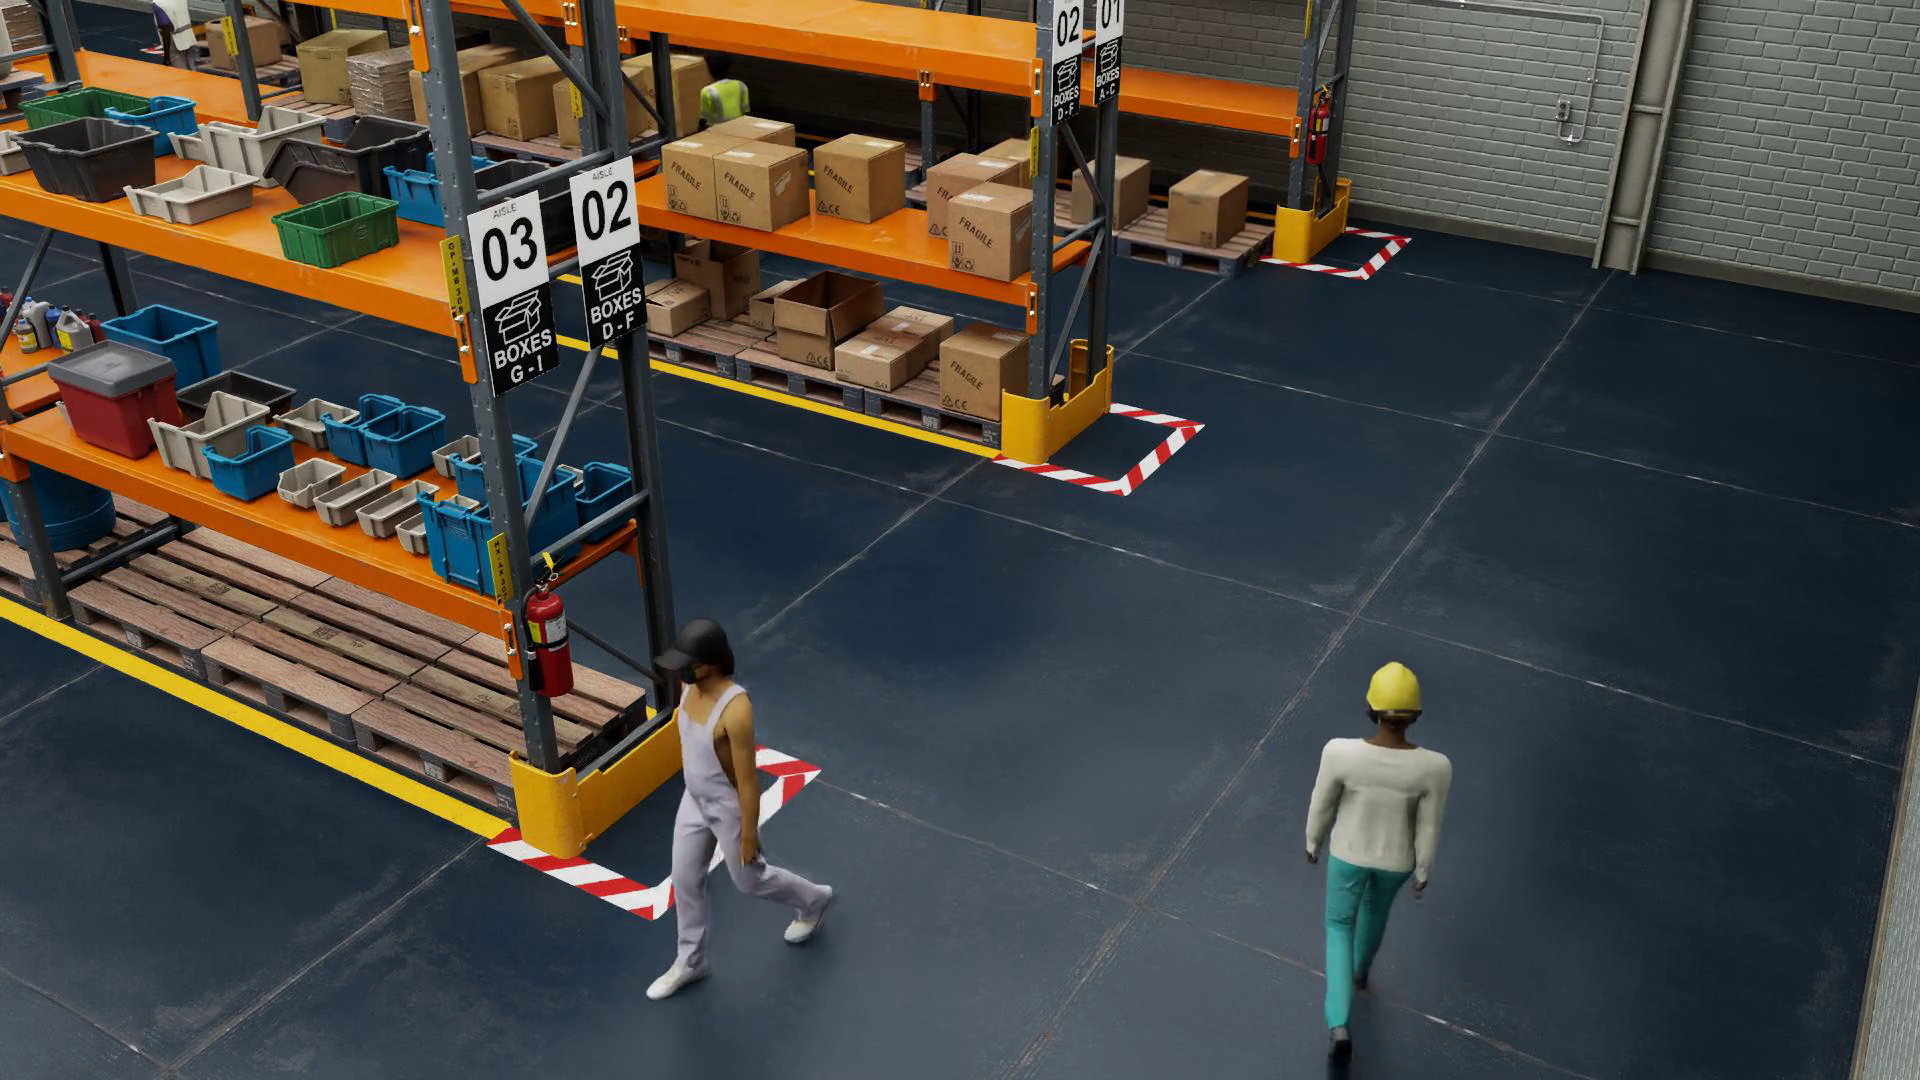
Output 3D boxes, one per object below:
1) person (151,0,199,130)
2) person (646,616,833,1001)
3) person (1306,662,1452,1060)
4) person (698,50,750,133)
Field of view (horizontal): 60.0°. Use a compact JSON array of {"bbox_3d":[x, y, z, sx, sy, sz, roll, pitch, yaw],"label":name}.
[{"bbox_3d":[-9.002,-5.663,19.178,0.374,1.840,0.569,3,29,6],"label":"person"},{"bbox_3d":[-0.976,1.094,7.066,0.869,1.832,0.523,-23,36,-35],"label":"person"},{"bbox_3d":[1.679,1.302,6.796,0.523,1.733,0.807,5,30,9],"label":"person"},{"bbox_3d":[-2.324,-3.919,16.221,0.616,1.667,0.536,24,37,36],"label":"person"}]
